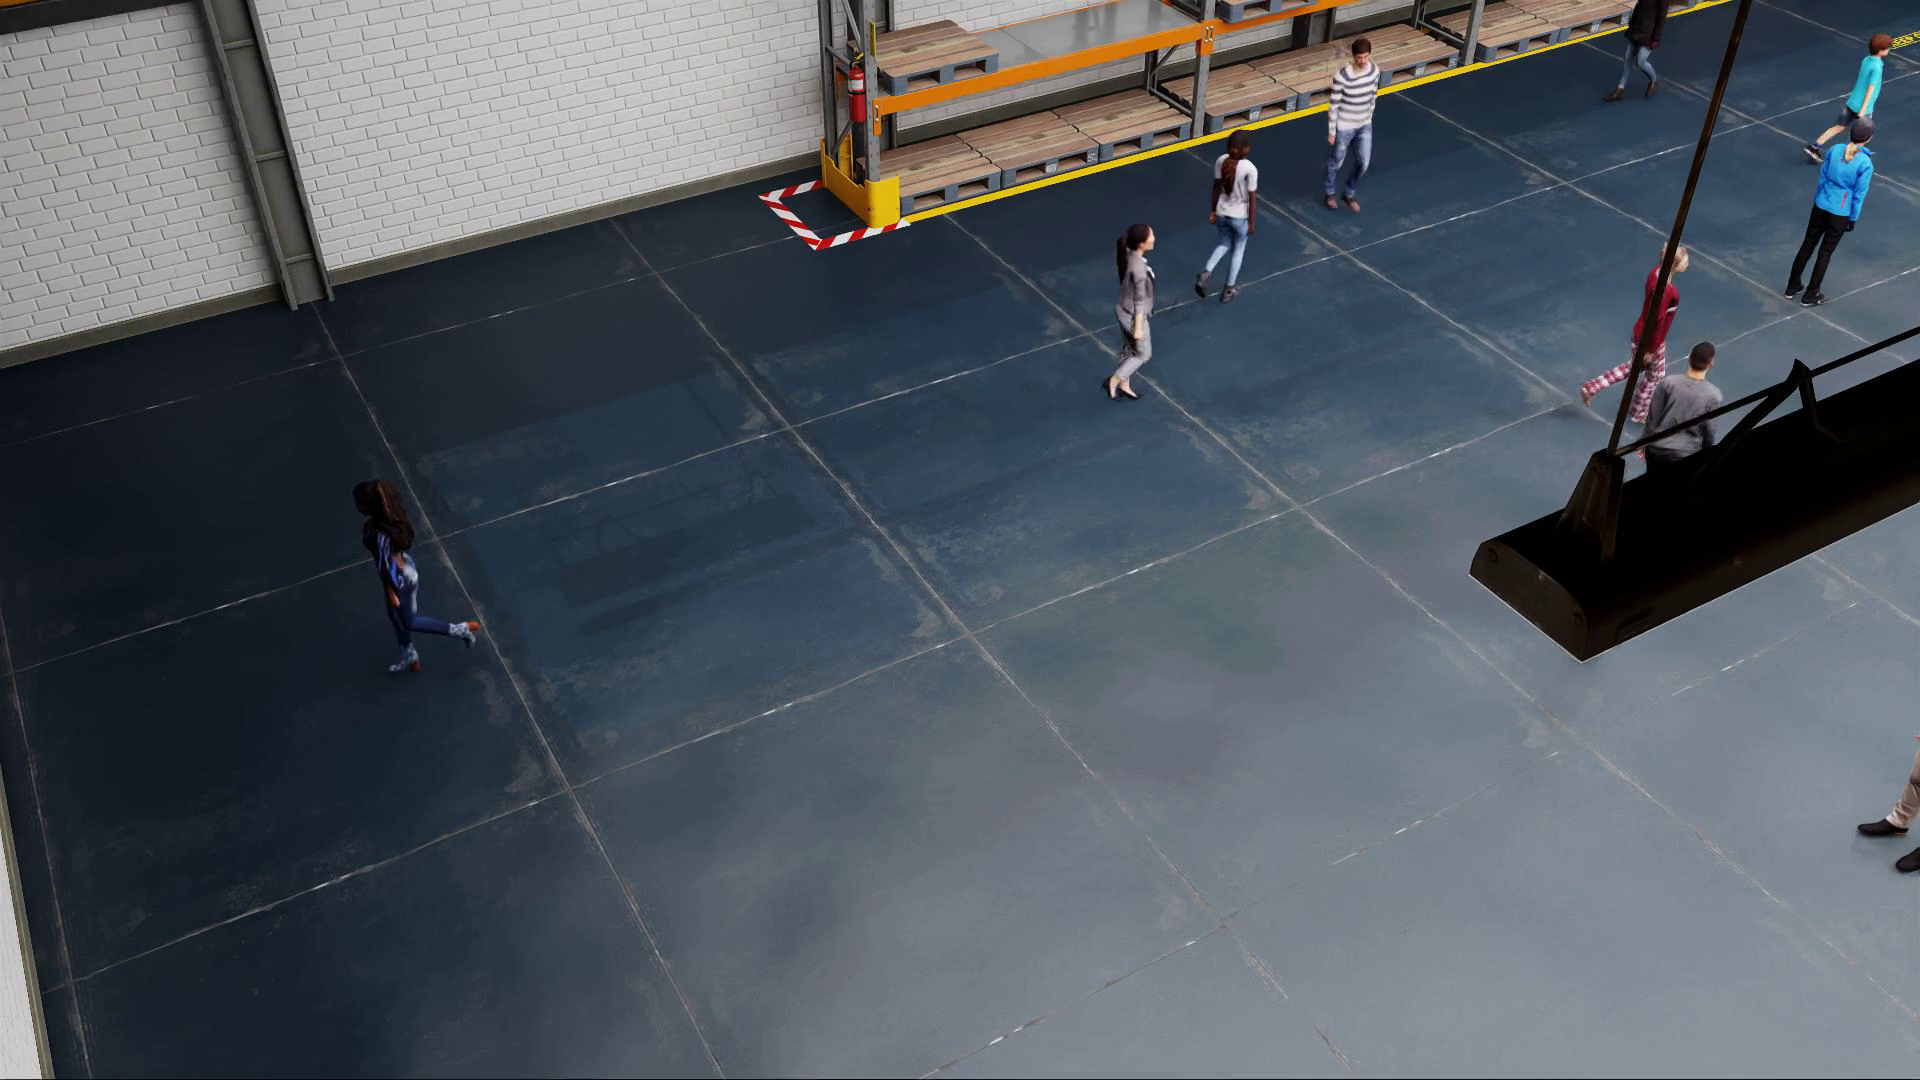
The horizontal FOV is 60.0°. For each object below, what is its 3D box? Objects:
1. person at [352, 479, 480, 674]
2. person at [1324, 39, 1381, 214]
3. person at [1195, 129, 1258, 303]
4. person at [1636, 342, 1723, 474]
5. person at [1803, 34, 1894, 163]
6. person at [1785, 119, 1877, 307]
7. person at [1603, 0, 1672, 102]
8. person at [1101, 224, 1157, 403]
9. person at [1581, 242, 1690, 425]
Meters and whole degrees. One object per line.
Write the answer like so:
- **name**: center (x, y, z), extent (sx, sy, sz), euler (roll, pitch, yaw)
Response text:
- **person**: center (-3.689, 0.259, 11.157), extent (0.952, 1.605, 0.747), euler (-11, 40, -13)
- **person**: center (3.847, -4.156, 16.514), extent (0.778, 1.818, 0.854), euler (-8, 39, -9)
- **person**: center (2.417, -2.878, 15.003), extent (0.705, 1.707, 0.871), euler (32, 48, 33)
- **person**: center (5.184, -0.605, 12.150), extent (0.965, 1.716, 1.197), euler (22, 44, 25)
- **person**: center (9.320, -4.569, 17.346), extent (1.003, 1.426, 0.832), euler (1, 39, 1)
- **person**: center (7.889, -2.967, 15.042), extent (0.509, 1.797, 0.612), euler (-19, 42, -22)
- **person**: center (7.701, -5.691, 18.593), extent (0.913, 1.623, 0.720), euler (-13, 40, -16)
- **person**: center (1.346, -1.826, 13.717), extent (0.761, 1.668, 0.730), euler (-6, 39, -8)
- **person**: center (5.526, -1.665, 13.512), extent (1.012, 1.672, 0.907), euler (5, 39, 6)
